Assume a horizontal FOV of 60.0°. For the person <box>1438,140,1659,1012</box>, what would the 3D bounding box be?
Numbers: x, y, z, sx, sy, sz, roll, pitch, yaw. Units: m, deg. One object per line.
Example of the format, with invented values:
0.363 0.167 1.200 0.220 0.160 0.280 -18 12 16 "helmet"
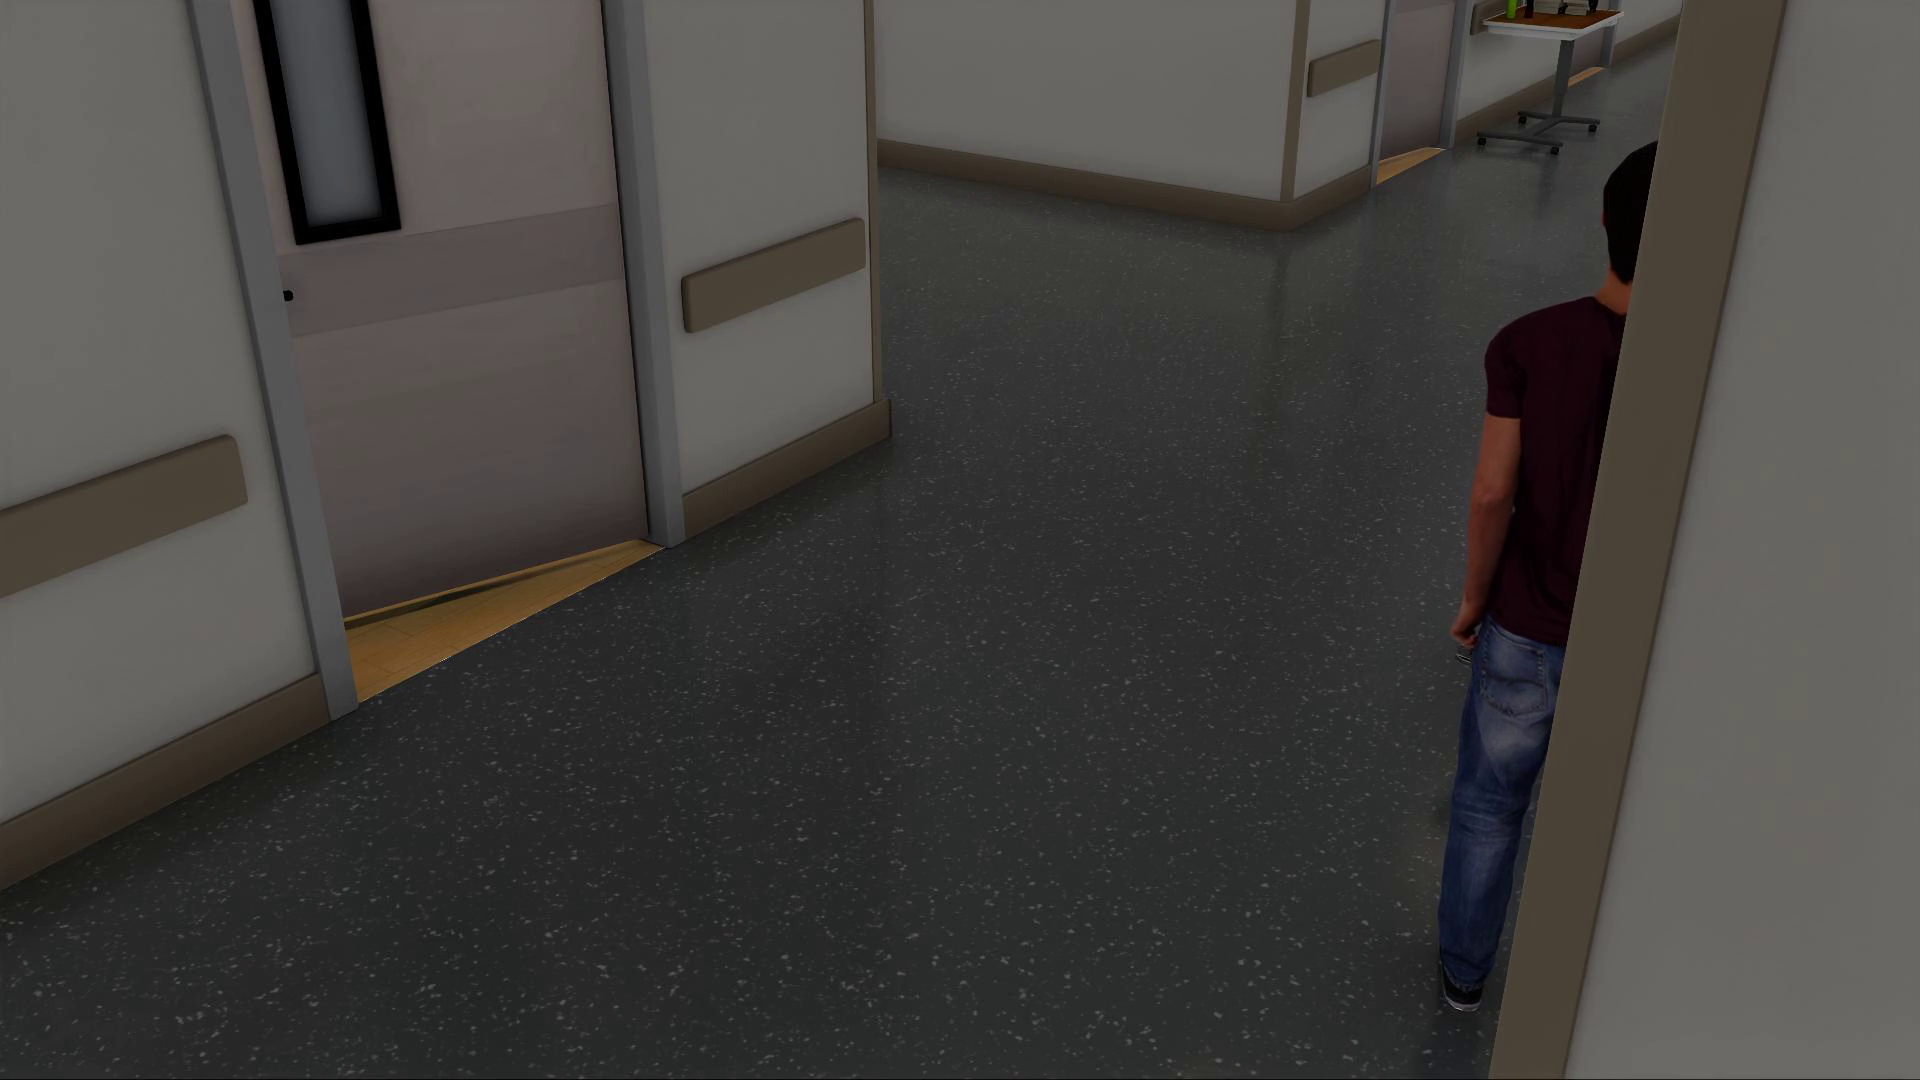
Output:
1.215 0.153 3.233 0.670 1.854 0.581 13 29 26 "person"
